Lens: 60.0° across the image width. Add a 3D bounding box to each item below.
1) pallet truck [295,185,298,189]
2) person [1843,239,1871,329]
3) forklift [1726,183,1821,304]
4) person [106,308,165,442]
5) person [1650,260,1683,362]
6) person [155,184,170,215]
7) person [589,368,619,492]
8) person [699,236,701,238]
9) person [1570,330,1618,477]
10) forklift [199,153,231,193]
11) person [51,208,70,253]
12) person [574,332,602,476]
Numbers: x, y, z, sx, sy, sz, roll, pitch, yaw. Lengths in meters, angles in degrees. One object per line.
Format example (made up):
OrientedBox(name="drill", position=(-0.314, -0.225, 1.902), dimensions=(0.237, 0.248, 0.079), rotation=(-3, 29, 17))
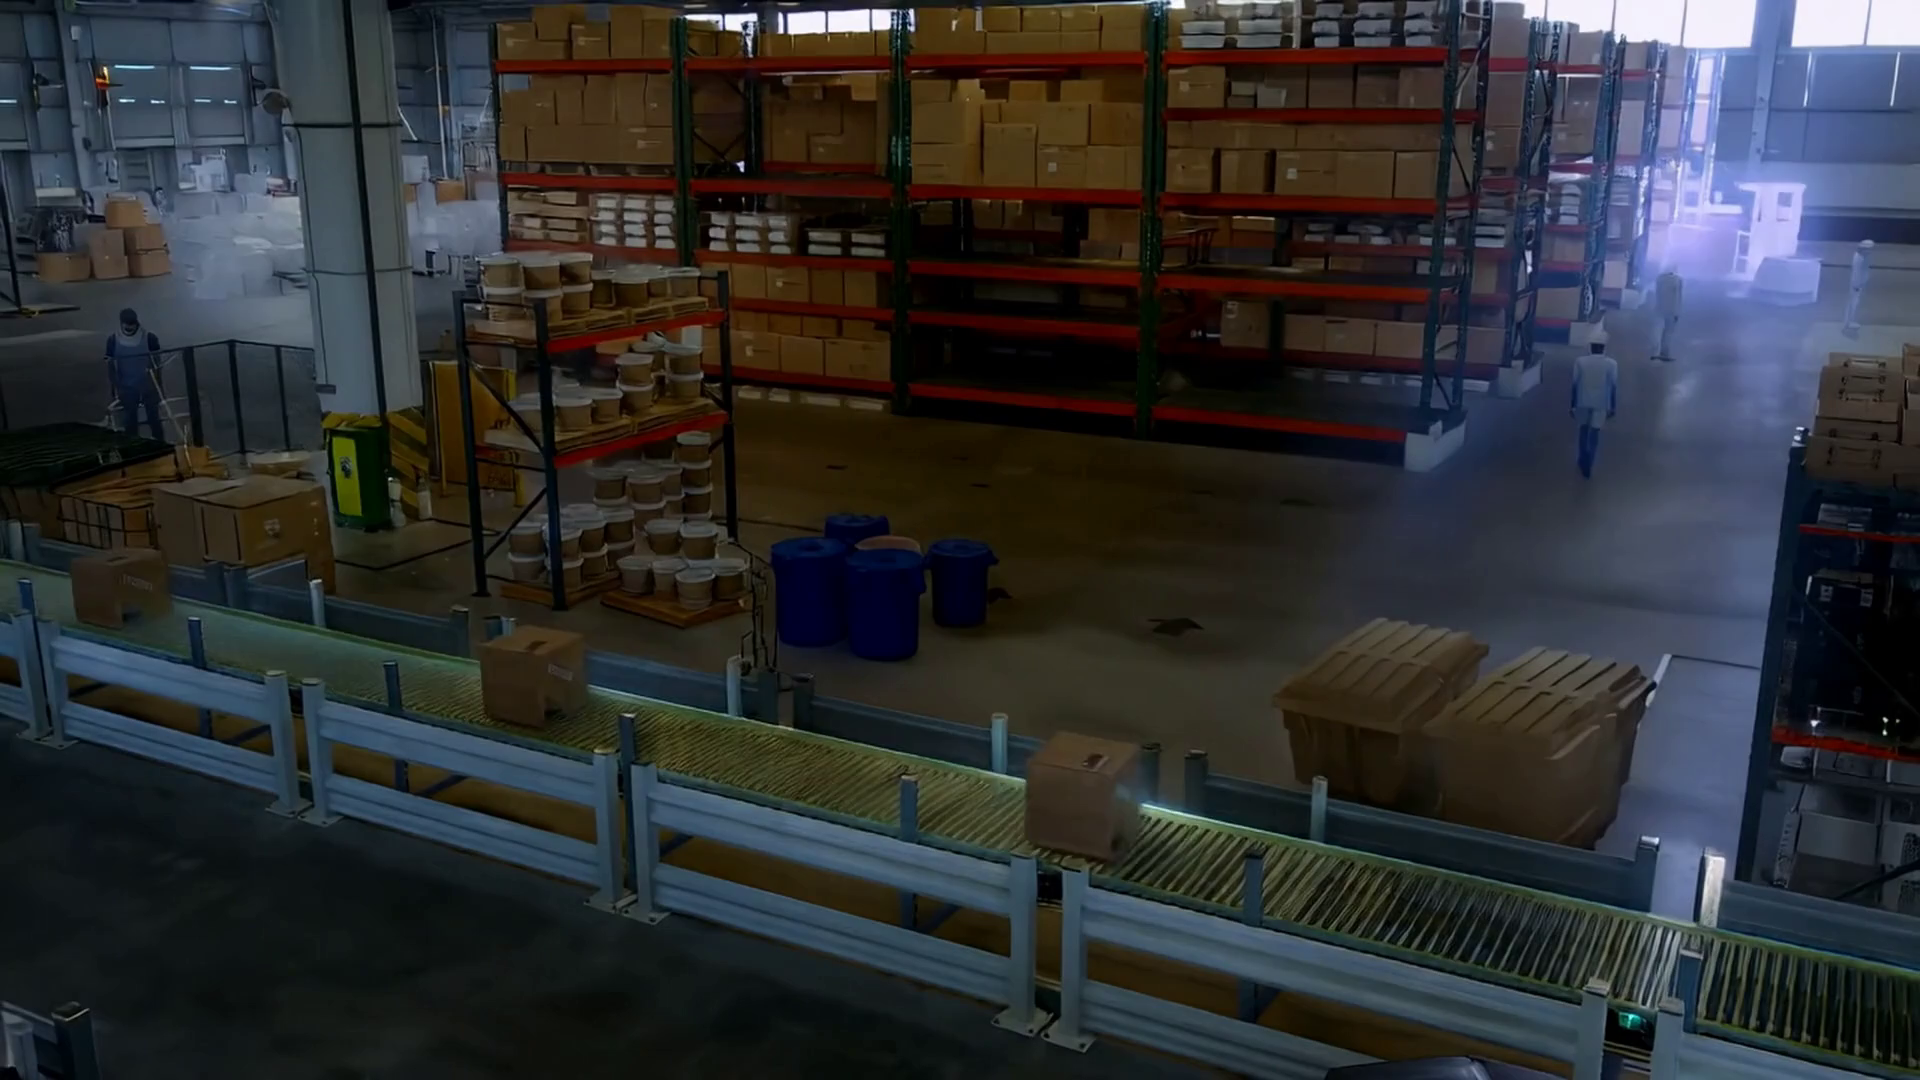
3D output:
OrientedBox(name="pallet truck", position=(-26.804, -14.617, 69.738), dimensions=(1.885, 1.965, 0.823), rotation=(-14, 20, -42))
OrientedBox(name="person", position=(19.241, -5.479, 35.592), dimensions=(0.397, 1.900, 0.644), rotation=(9, 17, 30))
OrientedBox(name="forklift", position=(19.733, -7.173, 40.064), dimensions=(1.129, 2.768, 1.873), rotation=(-4, 15, -14))
OrientedBox(name="person", position=(-11.347, -2.186, 22.926), dimensions=(0.681, 2.000, 0.536), rotation=(-6, 16, -20))
OrientedBox(name="person", position=(13.245, -4.282, 31.084), dimensions=(0.400, 1.902, 0.642), rotation=(-5, 16, -18))
OrientedBox(name="person", position=(-27.493, -11.309, 57.422), dimensions=(0.374, 1.933, 0.550), rotation=(-9, 18, -32))
OrientedBox(name="person", position=(-4.368, -1.311, 20.469), dimensions=(0.739, 1.610, 0.508), rotation=(11, 19, 36))
OrientedBox(name="person", position=(-6.131, -6.466, 39.785), dimensions=(0.514, 1.640, 0.310), rotation=(2, 15, 6))
OrientedBox(name="person", position=(8.274, -1.780, 21.722), dimensions=(0.559, 1.902, 0.973), rotation=(6, 16, 22))
OrientedBox(name="forklift", position=(-27.440, -12.865, 61.464), dimensions=(1.873, 2.768, 1.129), rotation=(8, 17, 28))
OrientedBox(name="person", position=(-26.788, -9.062, 49.544), dimensions=(0.525, 1.639, 0.307), rotation=(1, 15, 3))
OrientedBox(name="person", position=(-4.810, -1.848, 21.741), dimensions=(0.387, 1.992, 0.626), rotation=(2, 15, 7))
